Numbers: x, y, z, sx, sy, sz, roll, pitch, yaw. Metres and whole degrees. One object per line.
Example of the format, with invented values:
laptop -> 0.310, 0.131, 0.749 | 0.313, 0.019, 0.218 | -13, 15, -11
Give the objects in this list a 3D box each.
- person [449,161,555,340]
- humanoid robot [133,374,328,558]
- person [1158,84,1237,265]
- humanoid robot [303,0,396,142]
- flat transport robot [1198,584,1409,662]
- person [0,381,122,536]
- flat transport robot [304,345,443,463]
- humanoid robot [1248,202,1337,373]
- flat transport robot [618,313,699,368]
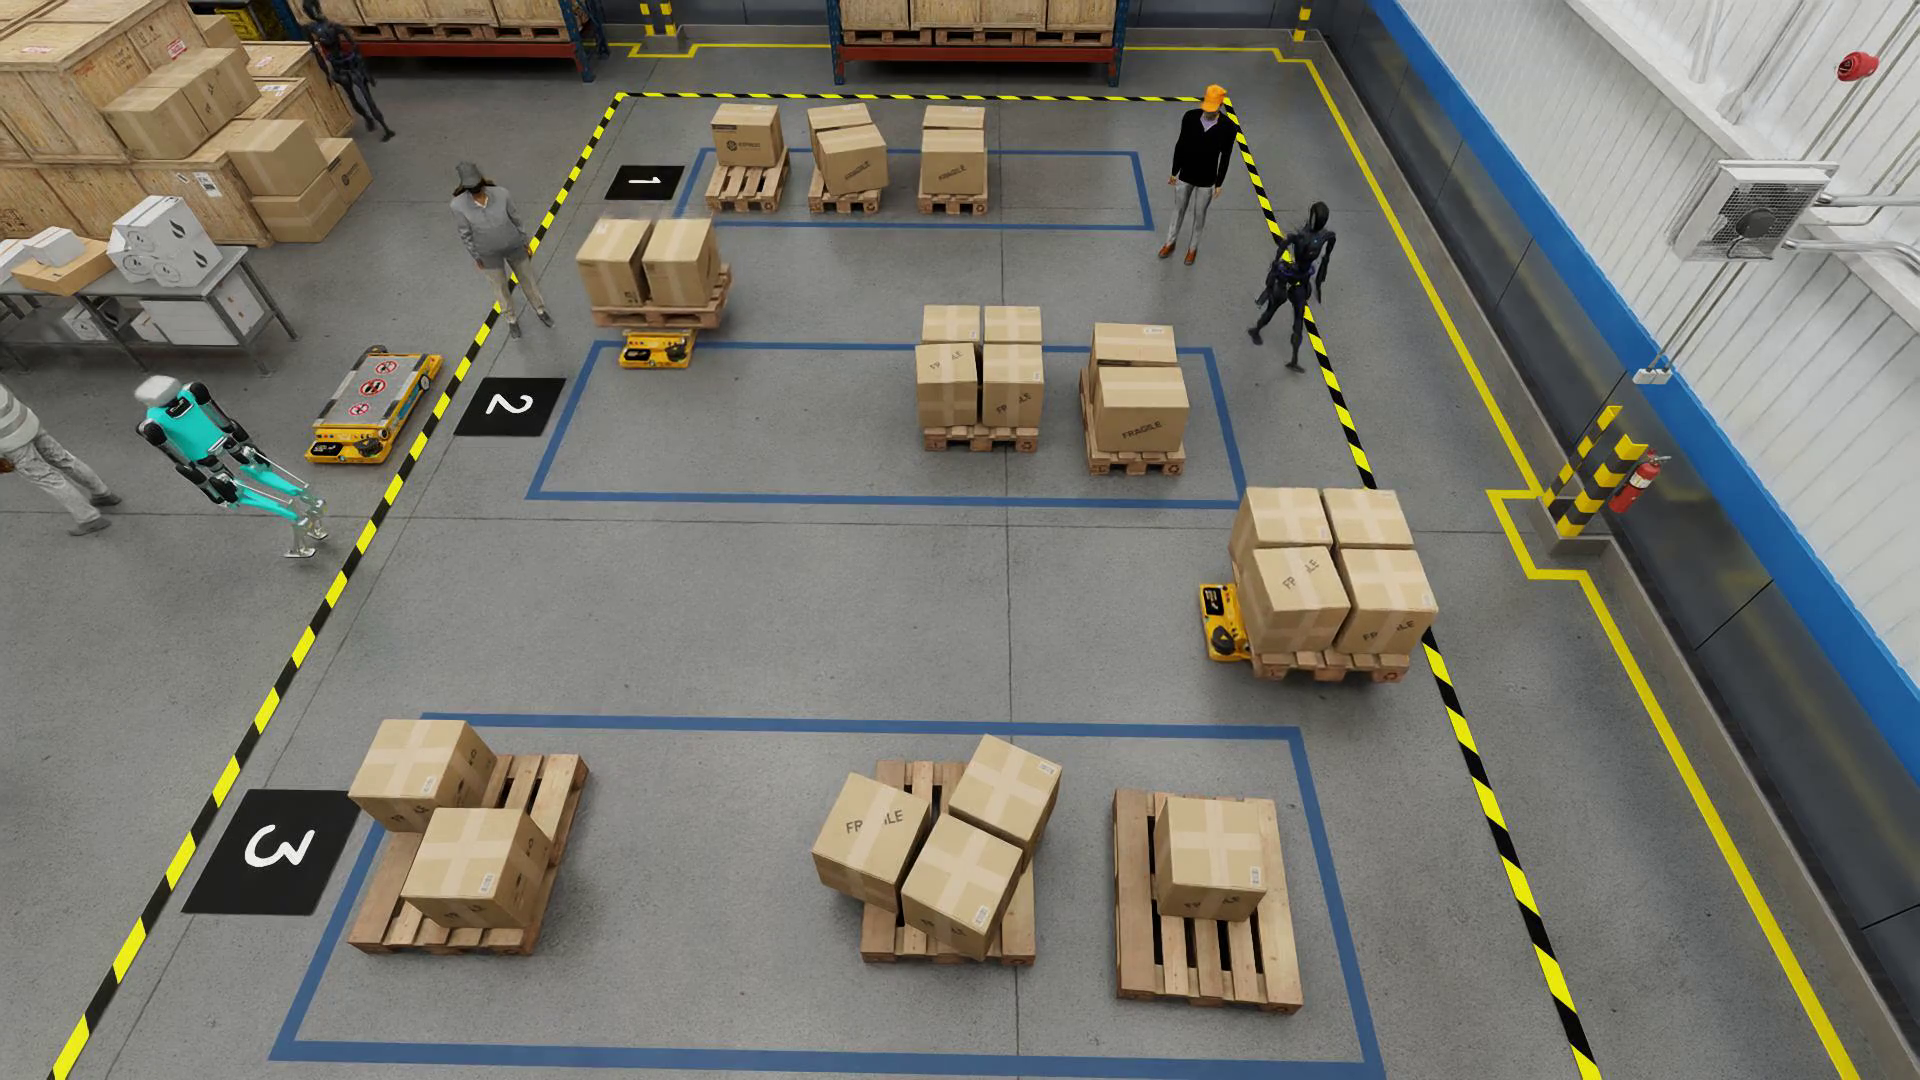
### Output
person -> -4.368, -2.763, 8.723 | 0.564, 1.766, 0.398 | -27, 55, -21
humanoid robot -> -5.171, -0.477, 6.720 | 0.735, 1.677, 0.533 | 9, 50, 8
person -> 2.458, -3.764, 9.497 | 0.584, 1.880, 0.380 | 23, 54, 18
humanoid robot -> -7.650, -5.877, 11.433 | 0.604, 1.626, 0.499 | 0, 50, 0
flat transport robot -> 2.557, 0.591, 6.849 | 1.431, 0.197, 0.652 | 1, 50, 1
person -> -7.250, -0.816, 6.964 | 0.412, 1.939, 0.609 | -12, 51, -10
flat transport robot -> -5.383, -1.269, 8.441 | 0.659, 0.231, 1.431 | 1, 50, 1
humanoid robot -> 3.081, -2.351, 8.466 | 0.611, 1.618, 0.815 | -8, 50, -6
flat transport robot -> -2.958, -2.274, 9.273 | 0.652, 0.197, 1.431 | 1, 50, 1
